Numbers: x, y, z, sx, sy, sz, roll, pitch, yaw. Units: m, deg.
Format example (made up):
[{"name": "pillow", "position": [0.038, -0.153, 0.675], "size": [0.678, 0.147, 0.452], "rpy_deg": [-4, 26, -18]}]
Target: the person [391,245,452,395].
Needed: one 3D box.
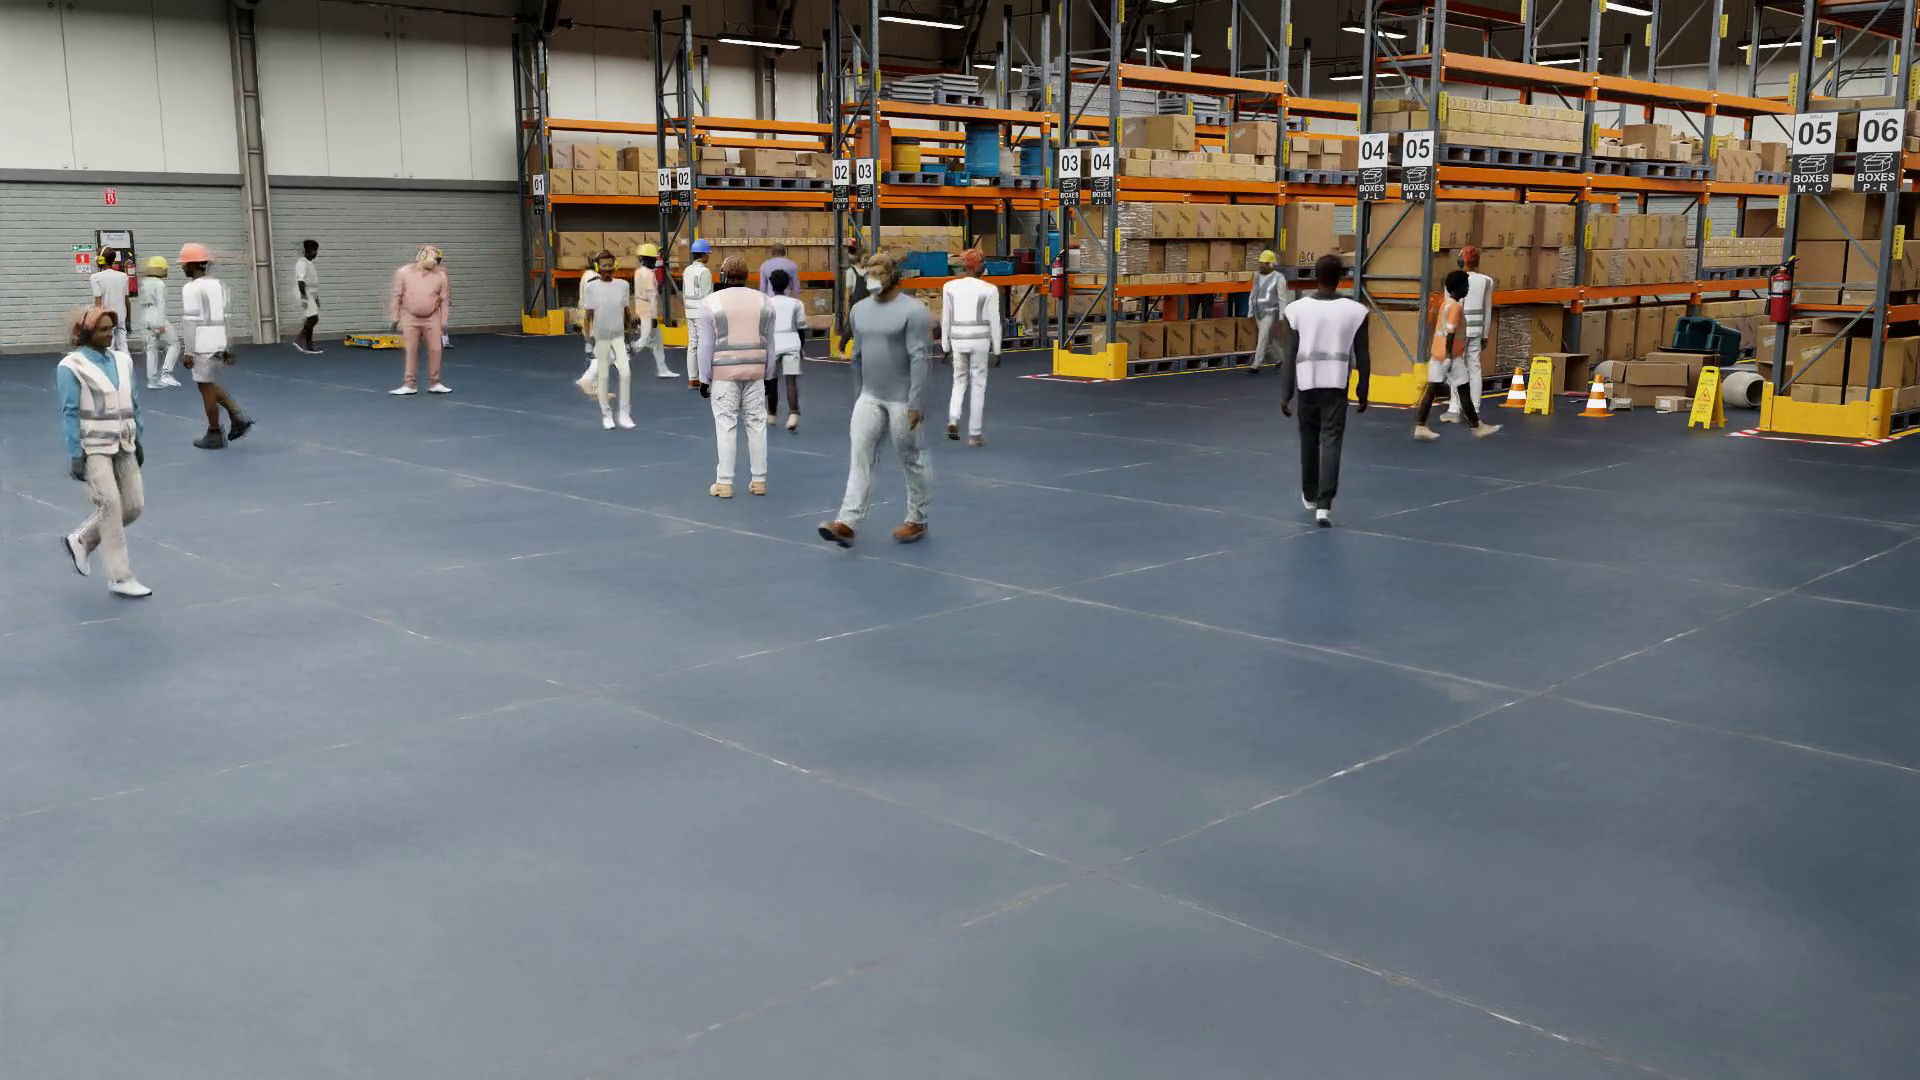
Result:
[{"name": "person", "position": [-6.848, -2.770, 21.010], "size": [0.772, 1.876, 0.397], "rpy_deg": [-4, 11, -20]}]

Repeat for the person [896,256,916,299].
[{"name": "person", "position": [-1.002, -4.343, 30.231], "size": [0.517, 1.618, 0.411], "rpy_deg": [7, 12, 33]}]

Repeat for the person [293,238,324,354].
[{"name": "person", "position": [-10.967, -4.107, 28.069], "size": [0.447, 1.938, 0.641], "rpy_deg": [-1, 10, -6]}]

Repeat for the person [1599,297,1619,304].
[{"name": "person", "position": [11.848, -4.506, 30.212], "size": [0.634, 1.965, 0.652], "rpy_deg": [-2, 11, -9]}]

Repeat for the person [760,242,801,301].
[{"name": "person", "position": [-2.940, -3.921, 27.264], "size": [0.638, 1.888, 1.038], "rpy_deg": [2, 11, 13]}]

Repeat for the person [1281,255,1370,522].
[{"name": "person", "position": [2.608, -1.089, 11.864], "size": [0.613, 1.863, 1.024], "rpy_deg": [2, 11, 11]}]

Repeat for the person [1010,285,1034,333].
[{"name": "person", "position": [1.208, -5.020, 34.015], "size": [0.814, 1.599, 0.508], "rpy_deg": [-6, 12, -32]}]

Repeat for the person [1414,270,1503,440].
[{"name": "person", "position": [4.859, -1.784, 16.180], "size": [0.847, 1.649, 0.557], "rpy_deg": [1, 10, 5]}]

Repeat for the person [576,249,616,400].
[{"name": "person", "position": [-4.406, -2.612, 20.250], "size": [0.439, 1.827, 0.645], "rpy_deg": [-3, 11, -17]}]

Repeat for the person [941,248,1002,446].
[{"name": "person", "position": [0.110, -1.834, 15.872], "size": [0.613, 1.876, 0.432], "rpy_deg": [4, 11, 22]}]

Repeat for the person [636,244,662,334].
[{"name": "person", "position": [-6.375, -5.154, 34.124], "size": [0.554, 1.821, 0.604], "rpy_deg": [-8, 13, -37]}]

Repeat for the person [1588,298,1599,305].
[{"name": "person", "position": [11.951, -4.602, 31.086], "size": [0.429, 1.838, 0.621], "rpy_deg": [-3, 11, -18]}]

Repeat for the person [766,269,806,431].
[{"name": "person", "position": [-1.846, -1.967, 17.234], "size": [0.538, 1.658, 0.893], "rpy_deg": [-3, 11, -15]}]

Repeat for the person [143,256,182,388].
[{"name": "person", "position": [-10.556, -2.870, 21.949], "size": [0.503, 1.728, 0.493], "rpy_deg": [8, 13, 37]}]

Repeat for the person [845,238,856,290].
[{"name": "person", "position": [-2.296, -5.443, 35.388], "size": [0.358, 1.936, 0.552], "rpy_deg": [-4, 11, -21]}]

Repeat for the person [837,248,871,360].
[{"name": "person", "position": [-1.642, -3.677, 26.130], "size": [0.539, 1.814, 0.839], "rpy_deg": [-9, 14, -41]}]

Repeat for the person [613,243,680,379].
[{"name": "person", "position": [-4.424, -3.196, 23.269], "size": [0.898, 1.896, 0.598], "rpy_deg": [-4, 11, -21]}]

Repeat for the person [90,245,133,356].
[{"name": "person", "position": [-10.362, -2.647, 20.310], "size": [0.319, 1.876, 0.532], "rpy_deg": [5, 12, 26]}]

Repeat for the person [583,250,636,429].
[{"name": "person", "position": [-3.587, -2.053, 17.144], "size": [0.573, 1.841, 0.720], "rpy_deg": [-5, 12, -26]}]

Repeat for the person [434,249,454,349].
[{"name": "person", "position": [-9.275, -4.281, 29.522], "size": [0.525, 1.769, 0.315], "rpy_deg": [2, 11, 10]}]

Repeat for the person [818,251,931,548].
[{"name": "person", "position": [-0.517, -0.885, 10.658], "size": [0.655, 1.888, 0.985], "rpy_deg": [7, 12, 32]}]

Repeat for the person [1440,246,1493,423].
[{"name": "person", "position": [5.439, -2.212, 17.916], "size": [0.587, 1.882, 0.341], "rpy_deg": [-3, 11, -18]}]

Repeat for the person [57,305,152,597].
[{"name": "person", "position": [-4.815, -0.499, 9.278], "size": [0.576, 1.619, 0.524], "rpy_deg": [3, 11, 16]}]

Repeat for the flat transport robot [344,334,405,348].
[{"name": "flat transport robot", "position": [-10.478, -3.596, 29.983], "size": [0.652, 0.197, 1.431], "rpy_deg": [-10, 14, -44]}]

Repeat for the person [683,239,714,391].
[{"name": "person", "position": [-3.361, -2.919, 21.600], "size": [0.400, 1.944, 0.618], "rpy_deg": [-8, 13, -37]}]

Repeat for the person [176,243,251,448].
[{"name": "person", "position": [-7.127, -1.832, 15.733], "size": [0.466, 1.925, 0.543], "rpy_deg": [1, 10, 4]}]

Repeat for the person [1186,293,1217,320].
[{"name": "person", "position": [4.588, -4.774, 31.578], "size": [0.684, 2.000, 0.538], "rpy_deg": [5, 12, 26]}]

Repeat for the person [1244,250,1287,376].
[{"name": "person", "position": [4.466, -3.293, 24.059], "size": [0.883, 1.804, 0.593], "rpy_deg": [-7, 12, -34]}]

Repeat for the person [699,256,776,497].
[{"name": "person", "position": [-1.728, -1.262, 12.855], "size": [0.627, 1.844, 0.429], "rpy_deg": [-6, 12, -29]}]
